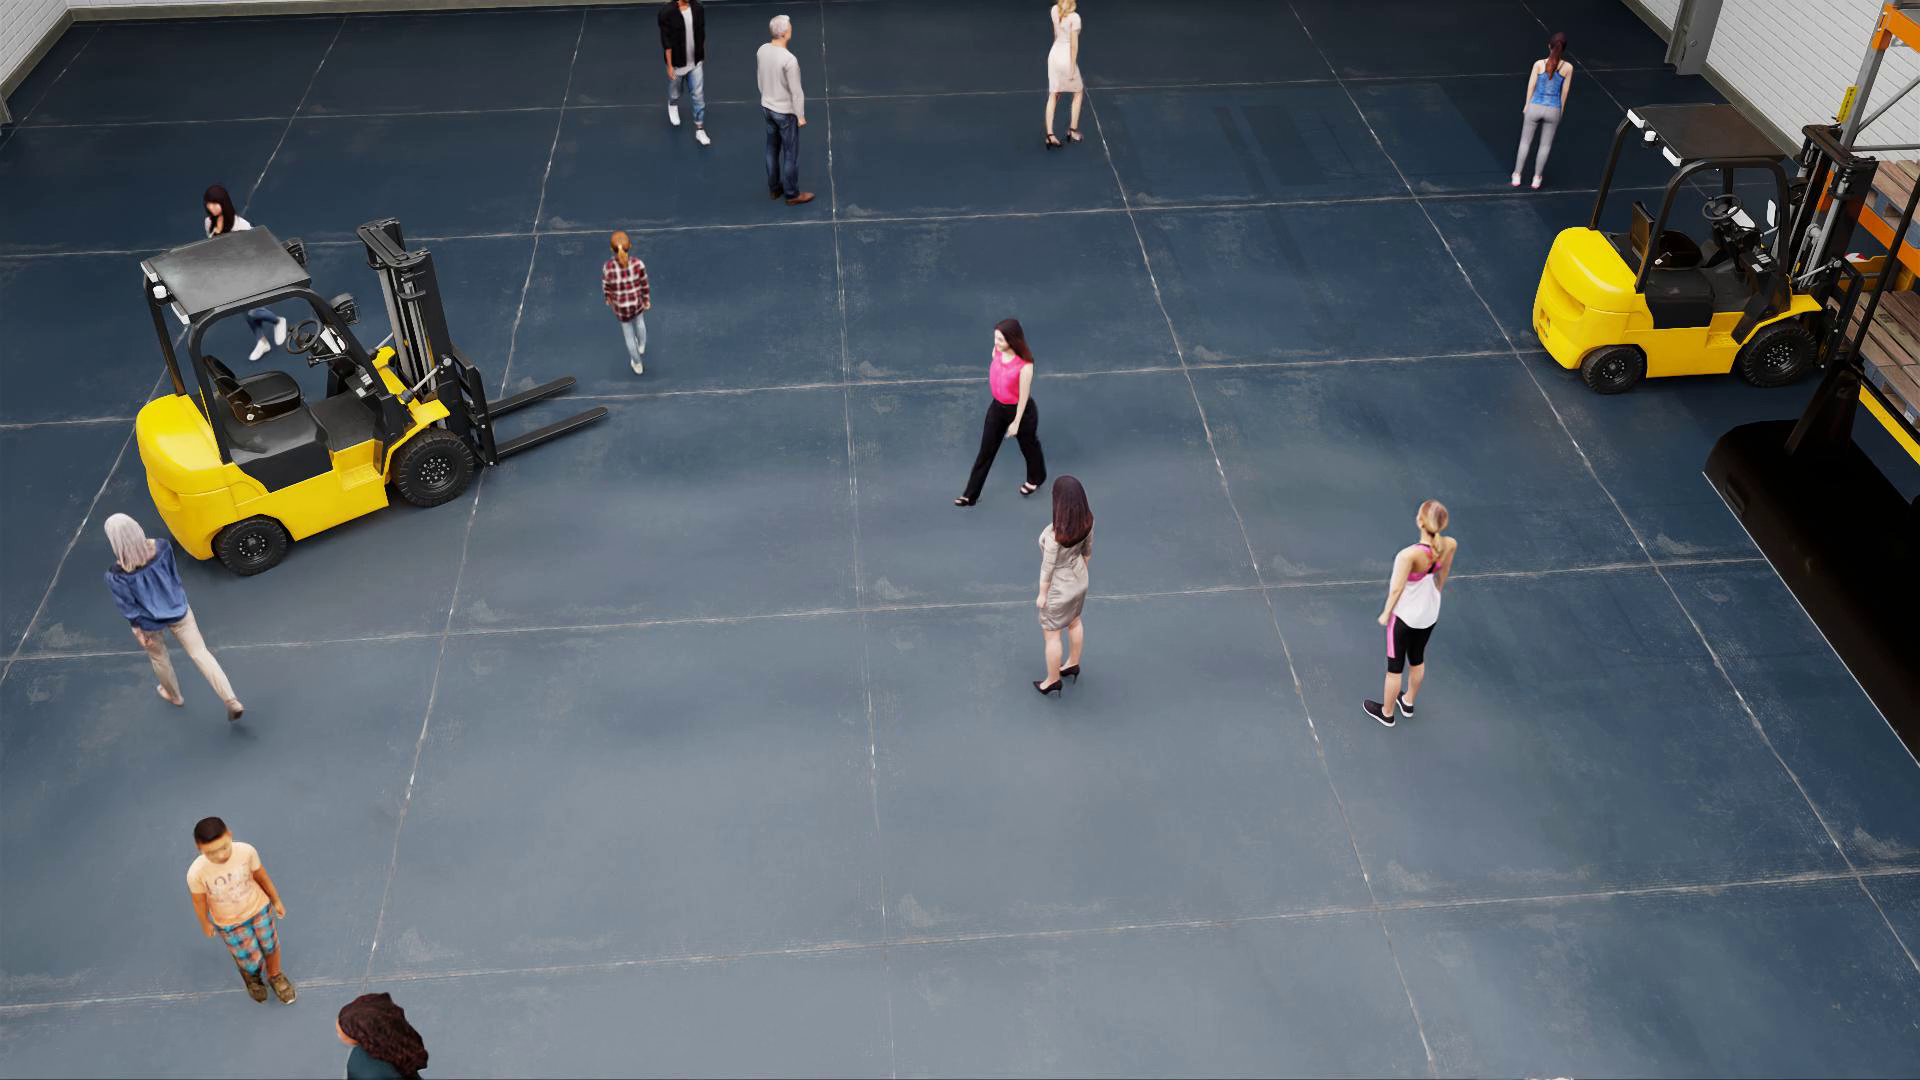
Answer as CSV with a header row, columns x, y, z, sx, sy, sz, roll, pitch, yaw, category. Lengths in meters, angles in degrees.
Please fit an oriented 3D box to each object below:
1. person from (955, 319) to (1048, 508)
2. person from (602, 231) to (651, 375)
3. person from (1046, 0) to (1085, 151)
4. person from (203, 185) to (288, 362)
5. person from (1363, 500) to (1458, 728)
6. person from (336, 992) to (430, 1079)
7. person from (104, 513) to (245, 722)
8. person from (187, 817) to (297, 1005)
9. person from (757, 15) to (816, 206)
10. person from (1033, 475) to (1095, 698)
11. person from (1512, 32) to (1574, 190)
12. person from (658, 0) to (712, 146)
x,y,z,sx,sy,sz,roll,pitch,yaw,category
0.465,-0.981,12.689,1.058,1.619,1.068,31,48,33,person
-2.831,-2.006,14.238,0.647,1.288,0.805,-14,41,-17,person
1.012,-4.975,17.537,0.790,1.811,0.841,32,48,34,person
-6.186,-2.348,14.392,0.744,1.630,0.799,11,40,14,person
2.929,0.477,10.729,0.670,1.788,0.646,-17,42,-20,person
-2.707,2.727,8.049,0.771,1.616,0.692,-27,46,-30,person
-5.100,0.532,10.751,1.119,1.674,1.066,26,46,29,person
-3.961,1.996,9.096,0.682,1.451,0.738,-30,48,-32,person
-1.782,-4.286,16.597,0.815,1.908,0.896,31,48,33,person
0.687,0.314,10.967,0.701,1.745,0.655,31,48,33,person
5.955,-4.376,16.949,0.632,1.608,0.652,13,41,16,person
-3.001,-5.202,17.850,0.983,1.776,1.251,-17,42,-20,person
